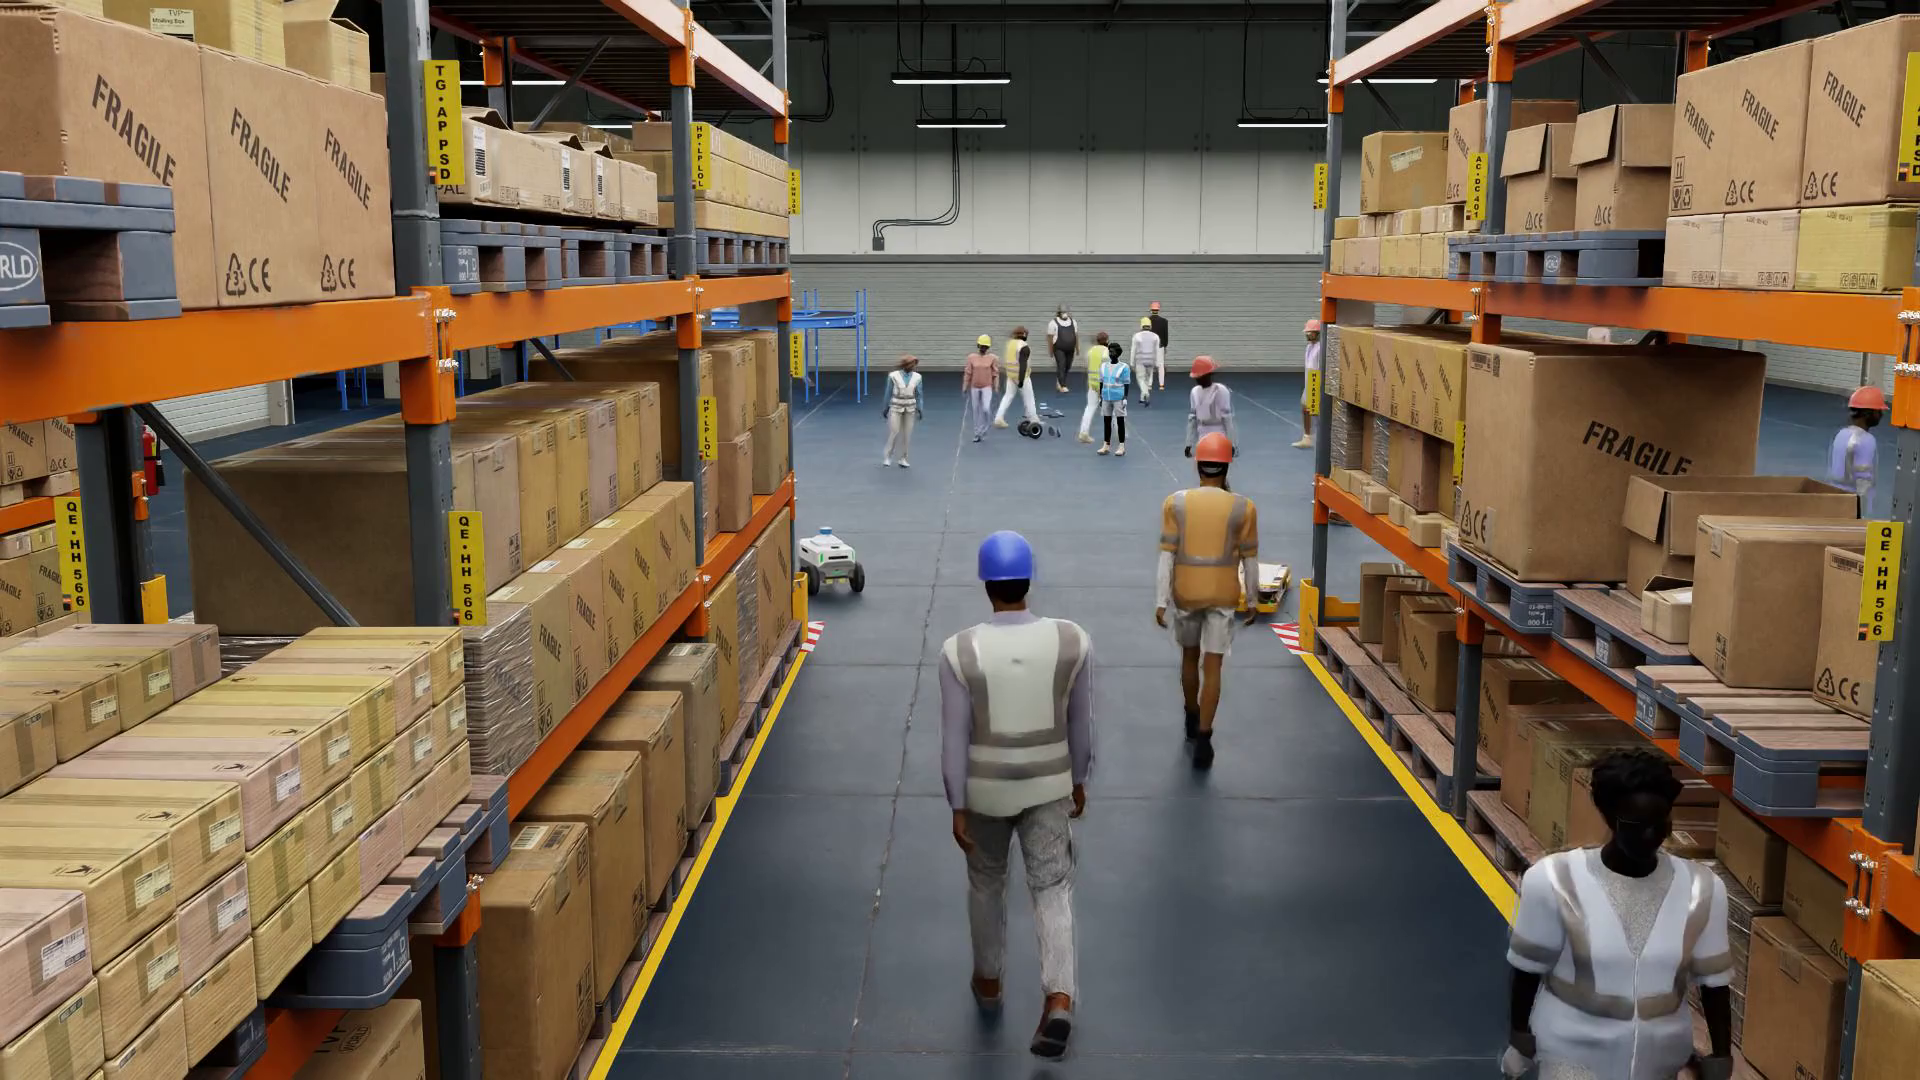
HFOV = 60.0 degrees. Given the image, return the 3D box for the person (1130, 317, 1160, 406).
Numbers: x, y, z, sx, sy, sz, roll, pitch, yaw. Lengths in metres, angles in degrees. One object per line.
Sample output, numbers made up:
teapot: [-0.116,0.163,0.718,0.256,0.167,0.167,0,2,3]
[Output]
person: [3.757,-3.613,33.692,0.600,1.806,0.772,-2,10,-15]

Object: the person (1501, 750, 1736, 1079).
person: [1.707,1.370,4.232,0.557,1.660,0.794,0,9,1]

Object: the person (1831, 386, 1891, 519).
person: [7.141,-0.260,13.236,0.400,1.926,0.567,1,10,6]

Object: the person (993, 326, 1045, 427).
person: [1.009,-2.878,29.349,0.908,1.796,0.615,-6,11,-33]

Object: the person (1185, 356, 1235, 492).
person: [2.683,-1.075,18.260,0.902,1.873,0.563,-5,11,-29]

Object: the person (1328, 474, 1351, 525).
person: [4.301,-1.163,18.587,0.384,1.949,0.604,5,11,27]

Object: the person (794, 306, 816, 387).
person: [-3.836,-4.571,39.203,0.881,1.896,0.663,2,10,12]

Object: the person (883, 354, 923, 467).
person: [-0.795,-1.829,23.573,0.537,1.606,0.423,-3,10,-19]

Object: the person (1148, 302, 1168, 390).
person: [4.461,-4.444,38.096,0.610,1.996,0.386,0,9,-2]

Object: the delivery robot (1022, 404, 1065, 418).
delivery robot: [1.396,-2.168,27.843,0.698,0.223,0.335,-3,10,-18]

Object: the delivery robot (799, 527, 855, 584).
delivery robot: [-1.193,0.129,14.859,0.477,0.478,0.707,-4,10,-21]

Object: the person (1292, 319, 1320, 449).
person: [5.600,-2.436,25.994,0.689,2.021,0.619,-2,10,-14]

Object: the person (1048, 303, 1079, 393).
person: [2.320,-4.358,37.578,0.676,2.000,0.936,-4,10,-22]

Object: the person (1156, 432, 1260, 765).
person: [1.490,0.311,9.875,0.574,1.899,0.893,3,10,15]

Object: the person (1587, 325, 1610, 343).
person: [14.390,-4.228,37.589,0.548,1.716,0.910,7,12,35]

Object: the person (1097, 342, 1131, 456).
person: [2.323,-2.135,25.154,0.536,1.700,0.318,7,12,35]

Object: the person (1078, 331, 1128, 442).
person: [2.294,-2.487,27.042,0.622,1.796,0.942,9,13,44]

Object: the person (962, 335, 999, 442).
person: [0.330,-2.453,26.936,0.579,1.736,0.493,2,10,11]

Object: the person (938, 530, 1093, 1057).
person: [0.224,0.925,6.203,0.606,1.917,0.890,-1,10,-8]

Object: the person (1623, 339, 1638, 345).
person: [9.223,-1.842,22.963,0.343,1.846,0.507,8,13,41]

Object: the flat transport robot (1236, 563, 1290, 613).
flat transport robot: [2.481,0.388,14.441,0.652,0.197,1.431,3,10,16]
